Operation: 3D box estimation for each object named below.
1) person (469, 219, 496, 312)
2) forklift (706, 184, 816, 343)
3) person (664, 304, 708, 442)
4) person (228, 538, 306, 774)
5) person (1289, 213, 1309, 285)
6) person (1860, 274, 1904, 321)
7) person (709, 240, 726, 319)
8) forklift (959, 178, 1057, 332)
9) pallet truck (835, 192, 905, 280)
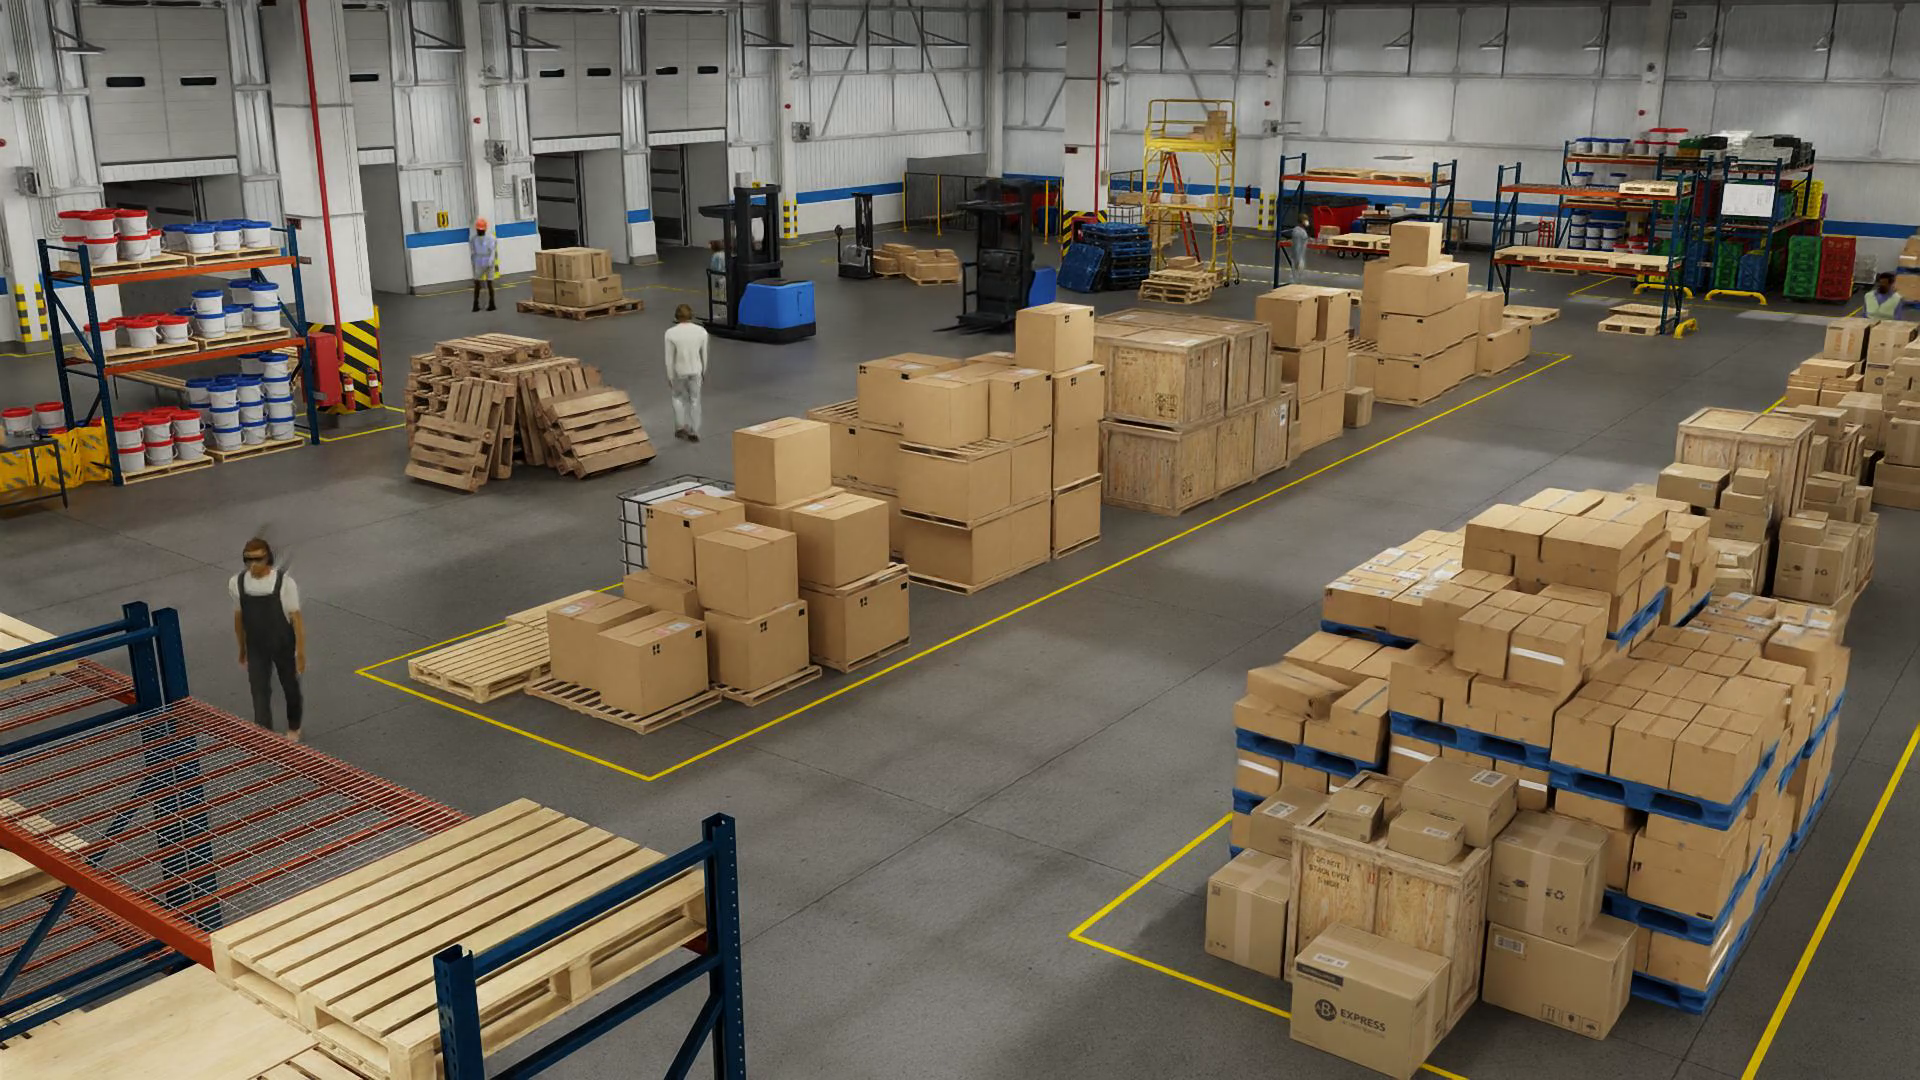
[{"bbox_3d":[-9.776,-5.621,34.067,0.557,1.900,0.541,0,17,1],"label":"person"},{"bbox_3d":[-3.717,-5.181,30.929,1.873,2.768,1.129,12,21,35],"label":"forklift"},{"bbox_3d":[-3.801,-2.324,23.105,0.626,1.919,0.599,-7,18,-23],"label":"person"},{"bbox_3d":[-5.315,0.851,12.800,0.531,1.792,0.990,-2,17,-8],"label":"person"},{"bbox_3d":[7.097,-5.888,34.875,0.354,1.937,0.635,6,18,20],"label":"person"},{"bbox_3d":[14.526,-3.276,26.349,0.987,1.859,0.614,-16,23,-43],"label":"person"},{"bbox_3d":[-4.655,-5.168,33.078,0.668,1.598,0.600,2,17,6],"label":"person"},{"bbox_3d":[0.989,-5.591,32.289,1.129,2.768,1.873,12,21,35],"label":"forklift"},{"bbox_3d":[-1.936,-7.159,38.982,1.885,1.965,0.823,-12,21,-34],"label":"pallet truck"}]
